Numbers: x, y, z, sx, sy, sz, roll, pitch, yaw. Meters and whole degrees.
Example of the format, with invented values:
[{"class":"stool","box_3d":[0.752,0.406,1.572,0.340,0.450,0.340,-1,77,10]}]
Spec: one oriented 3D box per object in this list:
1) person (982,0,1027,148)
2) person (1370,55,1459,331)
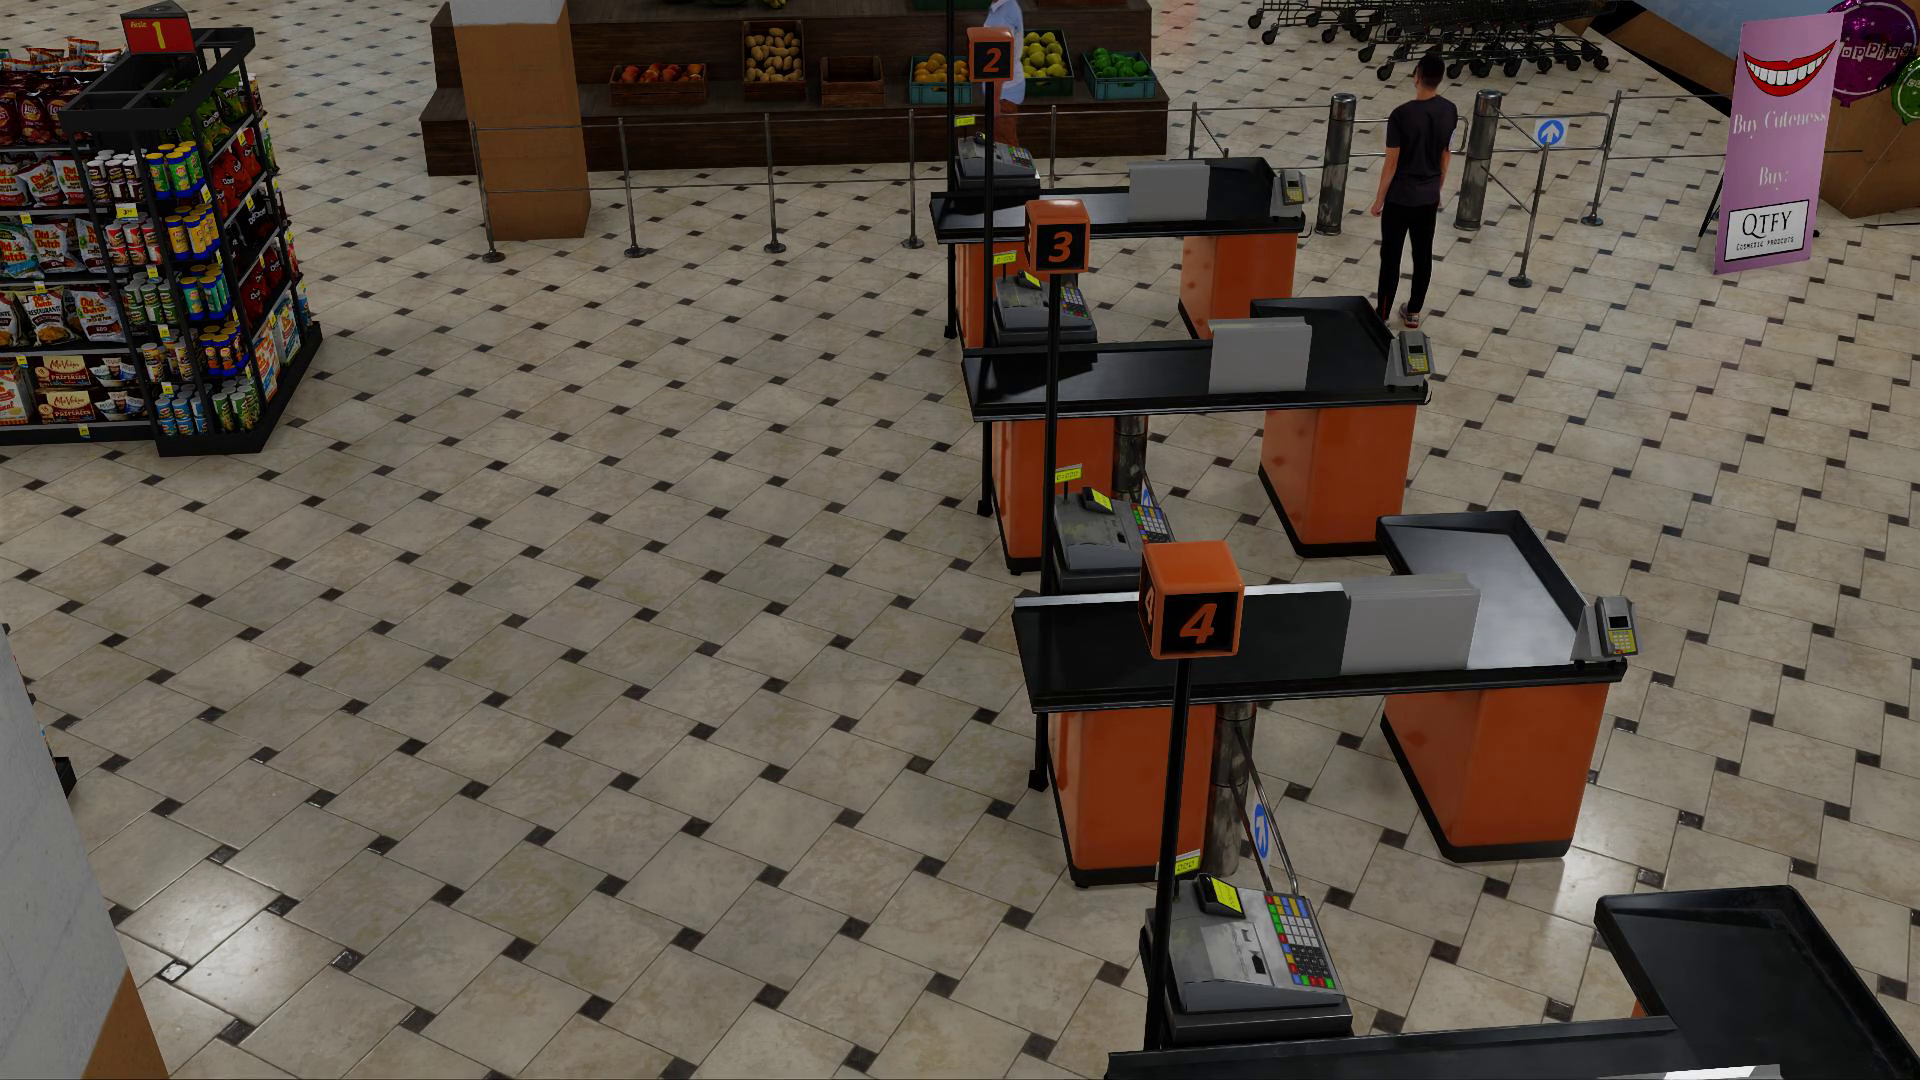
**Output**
[{"class":"person","box_3d":[0.330,-3.355,12.327,0.614,1.824,0.701,2,32,2]},{"class":"person","box_3d":[2.840,-2.164,10.469,0.555,1.763,0.747,-10,33,-15]}]
